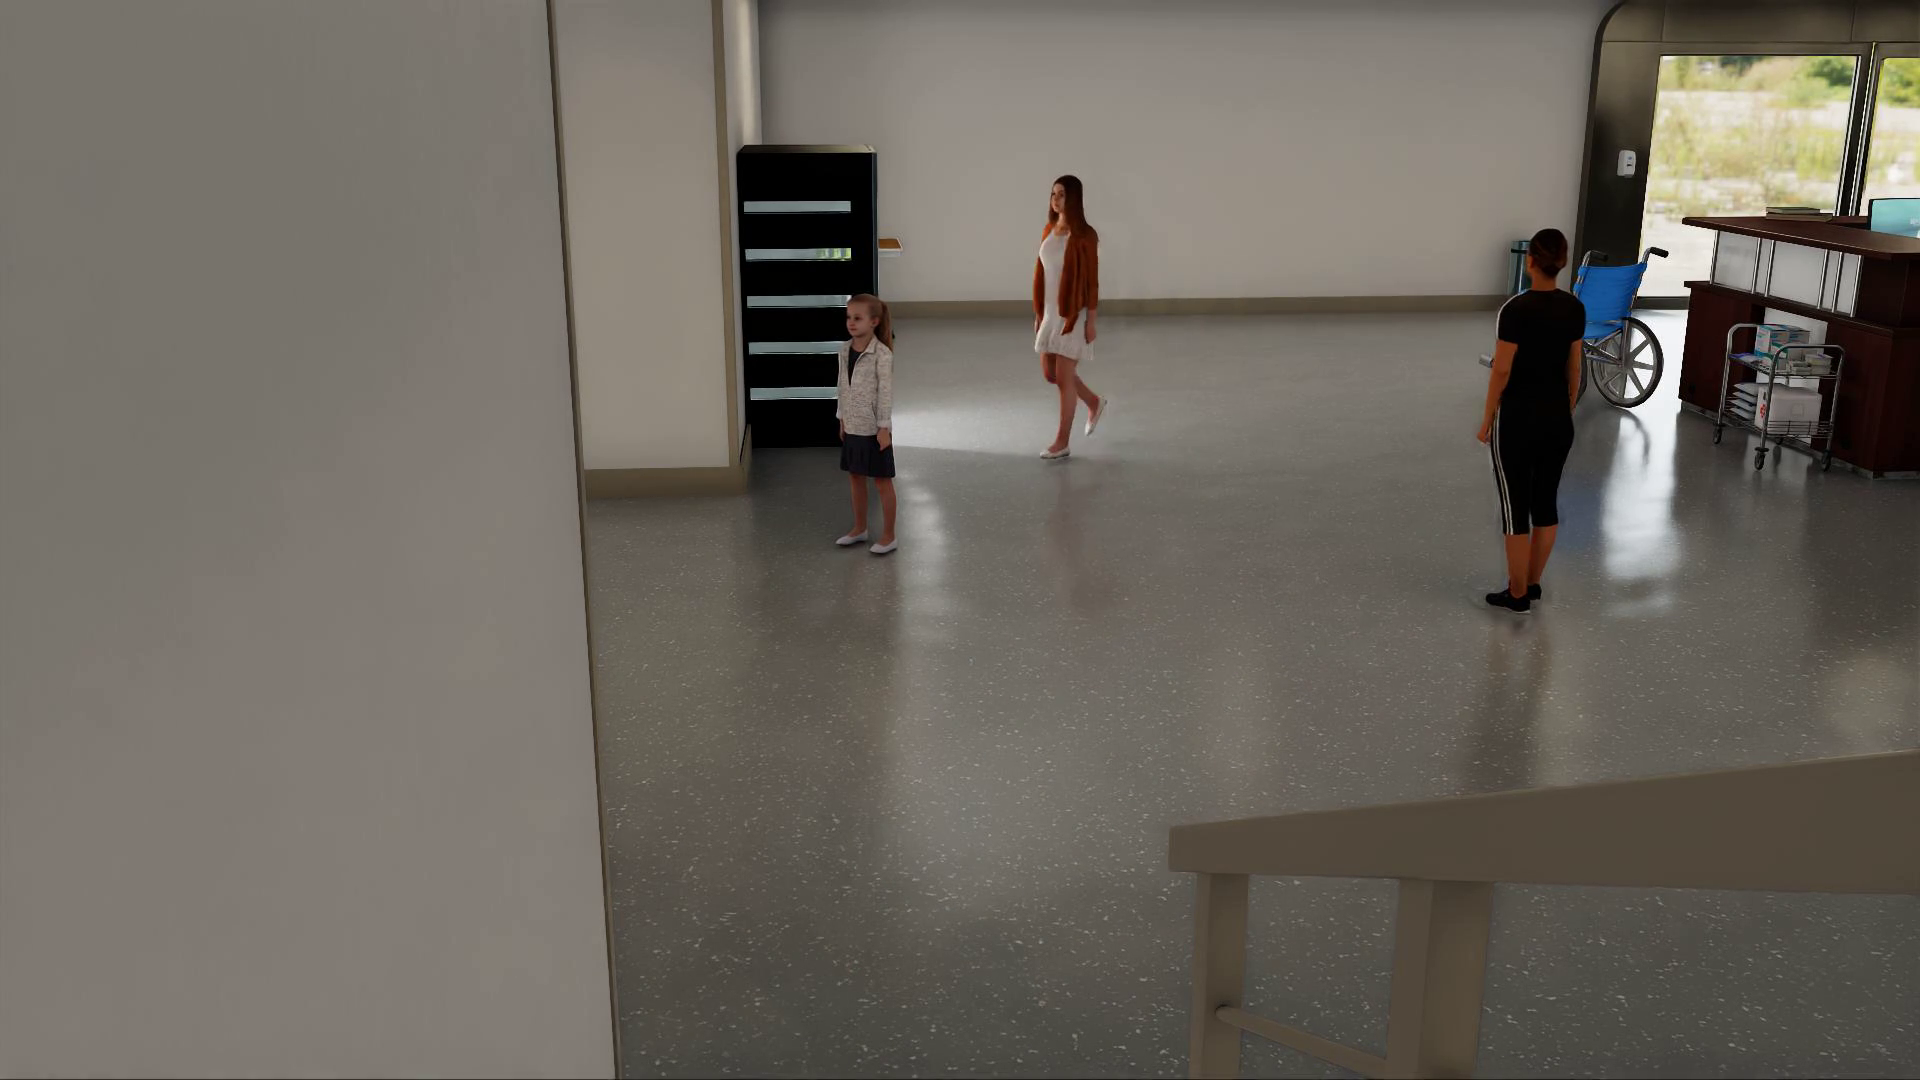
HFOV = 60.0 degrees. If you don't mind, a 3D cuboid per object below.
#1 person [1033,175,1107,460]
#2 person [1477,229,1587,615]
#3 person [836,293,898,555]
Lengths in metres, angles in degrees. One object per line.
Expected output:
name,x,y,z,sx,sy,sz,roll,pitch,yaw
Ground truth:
person,0.705,-1.371,10.211,0.965,1.706,0.956,-13,21,-39
person,2.505,-0.518,7.251,0.647,1.671,0.701,-5,16,-16
person,-0.454,-0.580,8.188,0.600,1.274,0.659,13,20,38
